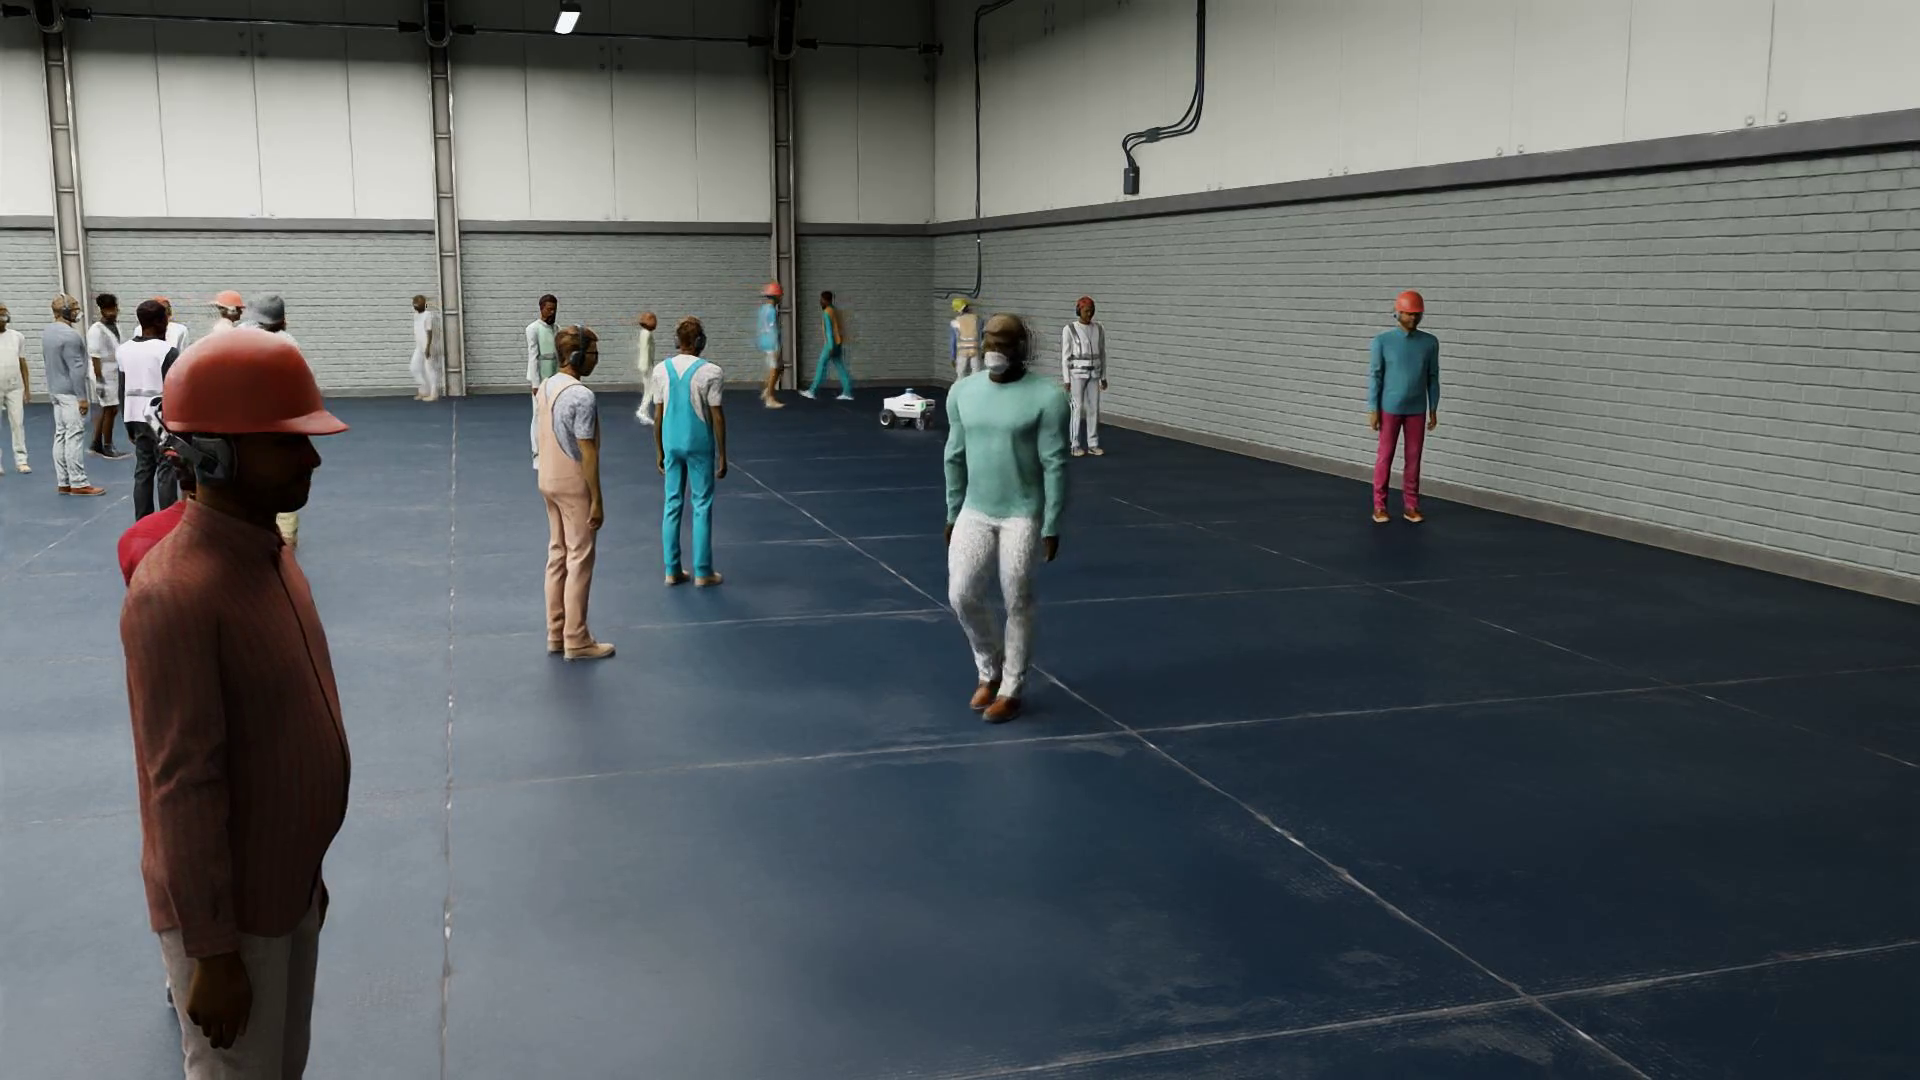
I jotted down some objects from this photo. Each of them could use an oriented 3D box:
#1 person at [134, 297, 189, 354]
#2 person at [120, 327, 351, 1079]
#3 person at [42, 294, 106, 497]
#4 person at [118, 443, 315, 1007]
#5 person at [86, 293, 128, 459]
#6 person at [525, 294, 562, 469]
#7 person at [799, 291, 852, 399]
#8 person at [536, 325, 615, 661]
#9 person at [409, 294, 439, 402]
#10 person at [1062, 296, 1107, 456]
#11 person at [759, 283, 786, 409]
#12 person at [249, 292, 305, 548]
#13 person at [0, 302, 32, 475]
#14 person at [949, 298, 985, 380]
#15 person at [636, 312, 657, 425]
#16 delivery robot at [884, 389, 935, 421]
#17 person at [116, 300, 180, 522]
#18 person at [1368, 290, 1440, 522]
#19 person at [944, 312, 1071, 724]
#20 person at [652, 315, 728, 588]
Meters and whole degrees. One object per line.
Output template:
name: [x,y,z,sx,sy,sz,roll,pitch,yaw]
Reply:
person: [-8.949,-1.790,18.726,0.586,1.882,0.343,-7,11,-37]
person: [-1.257,0.621,2.993,0.396,1.992,0.621,-1,9,-8]
person: [-8.509,-1.376,15.912,0.636,1.939,0.364,8,12,40]
person: [-2.065,0.486,4.668,0.573,1.739,0.351,5,10,27]
person: [-9.926,-1.884,19.223,0.638,1.925,0.685,-1,9,-4]
person: [-4.540,-1.732,18.263,0.398,1.915,0.588,3,9,18]
person: [-2.317,-3.359,28.780,0.988,1.871,0.608,2,9,15]
person: [-2.101,-0.249,9.069,0.361,1.834,0.523,-8,12,-42]
person: [-9.099,-3.241,28.160,0.541,1.822,0.547,7,12,39]
person: [1.472,-1.922,19.616,0.584,1.876,0.374,-5,10,-29]
person: [-2.978,-3.109,26.695,0.428,2.022,0.634,-3,9,-16]
person: [-5.325,-0.921,12.681,0.801,2.000,0.539,7,12,40]
person: [-10.173,-1.602,17.691,0.505,1.838,0.344,-9,12,-44]
person: [0.197,-2.958,26.518,0.735,1.791,0.405,-1,9,-7]
person: [-4.434,-2.449,23.765,0.342,1.611,0.549,-2,9,-12]
delivery robot: [-0.700,-1.855,23.065,0.707,0.478,0.477,6,11,33]
person: [-6.279,-0.903,12.965,0.597,1.915,0.374,3,10,21]
person: [3.794,-1.130,14.200,0.620,1.985,0.410,-1,9,-6]
person: [0.197,-0.092,7.755,0.658,1.925,0.436,4,10,26]
person: [-1.817,-0.588,11.218,0.511,1.837,0.353,2,9,15]
